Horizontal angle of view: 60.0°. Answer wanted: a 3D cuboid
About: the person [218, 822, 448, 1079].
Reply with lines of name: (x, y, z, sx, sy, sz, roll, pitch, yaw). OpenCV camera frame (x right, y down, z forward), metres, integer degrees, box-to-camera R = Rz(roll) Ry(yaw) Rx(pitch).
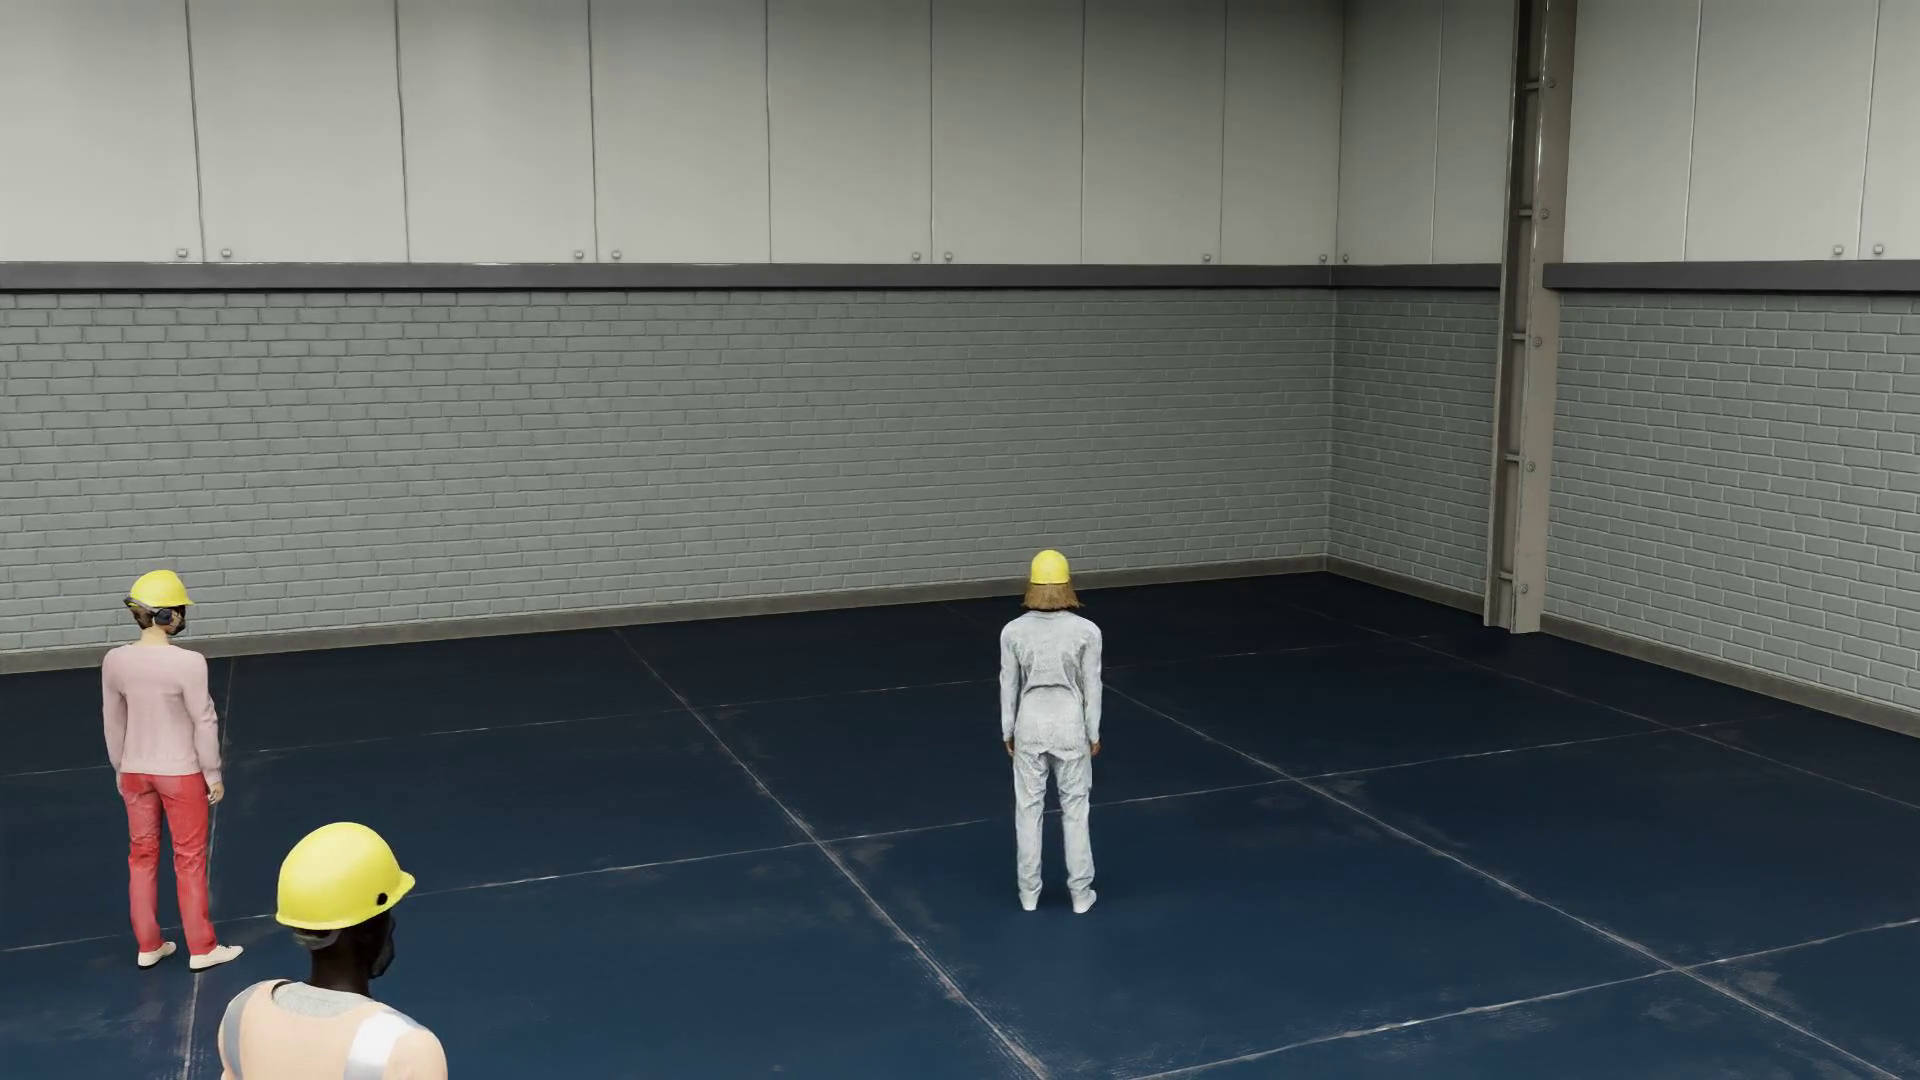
person: (-1.252, 1.527, 3.475, 0.588, 1.930, 0.364, 4, 10, 24)

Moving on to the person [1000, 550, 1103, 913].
person: (0.437, 0.913, 7.946, 0.488, 1.742, 0.320, 2, 9, 11)

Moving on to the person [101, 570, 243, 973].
person: (-3.454, 1.009, 7.254, 0.524, 1.764, 0.329, 2, 9, 13)
